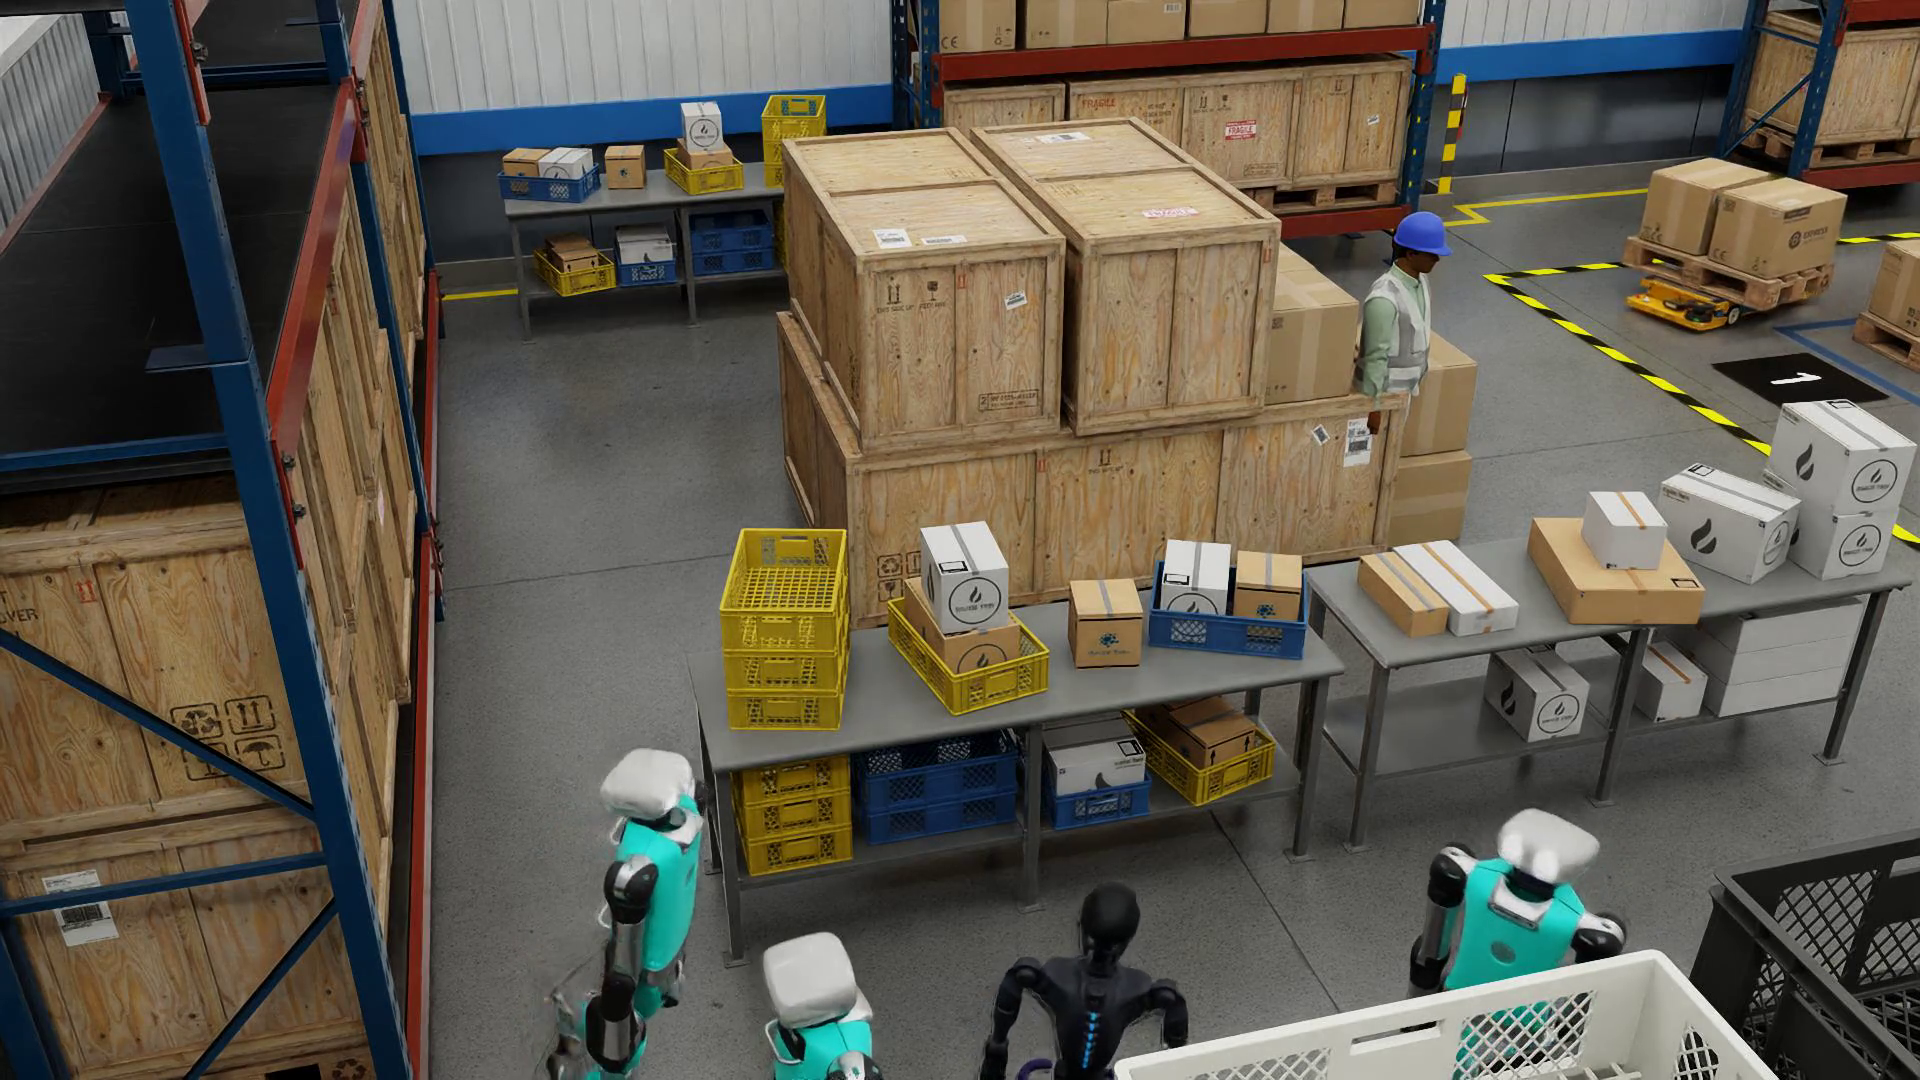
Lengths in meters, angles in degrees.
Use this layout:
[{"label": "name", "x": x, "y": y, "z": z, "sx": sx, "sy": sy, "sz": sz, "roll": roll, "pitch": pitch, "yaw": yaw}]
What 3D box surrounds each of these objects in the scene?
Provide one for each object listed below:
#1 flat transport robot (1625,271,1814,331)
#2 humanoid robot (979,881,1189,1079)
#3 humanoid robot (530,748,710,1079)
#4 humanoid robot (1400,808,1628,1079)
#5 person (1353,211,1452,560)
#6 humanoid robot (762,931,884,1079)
[{"label": "flat transport robot", "x": 5.752, "y": -1.896, "z": 12.529, "sx": 1.431, "sy": 0.197, "sz": 0.652, "roll": -18, "pitch": 33, "yaw": -29}, {"label": "humanoid robot", "x": 0.314, "y": 1.627, "z": 4.736, "sx": 0.622, "sy": 1.635, "sz": 0.610, "roll": 3, "pitch": 29, "yaw": 5}, {"label": "humanoid robot", "x": -1.102, "y": 1.409, "z": 5.090, "sx": 0.717, "sy": 1.827, "sz": 0.548, "roll": 6, "pitch": 29, "yaw": 11}, {"label": "humanoid robot", "x": 1.716, "y": 1.419, "z": 5.050, "sx": 0.569, "sy": 1.802, "sz": 0.920, "roll": 20, "pitch": 35, "yaw": 32}, {"label": "person", "x": 2.297, "y": -0.807, "z": 8.856, "sx": 0.411, "sy": 1.939, "sz": 0.602, "roll": 19, "pitch": 34, "yaw": 30}, {"label": "humanoid robot", "x": -0.533, "y": 1.801, "z": 4.266, "sx": 0.682, "sy": 1.749, "sz": 0.545, "roll": -13, "pitch": 31, "yaw": -23}]
